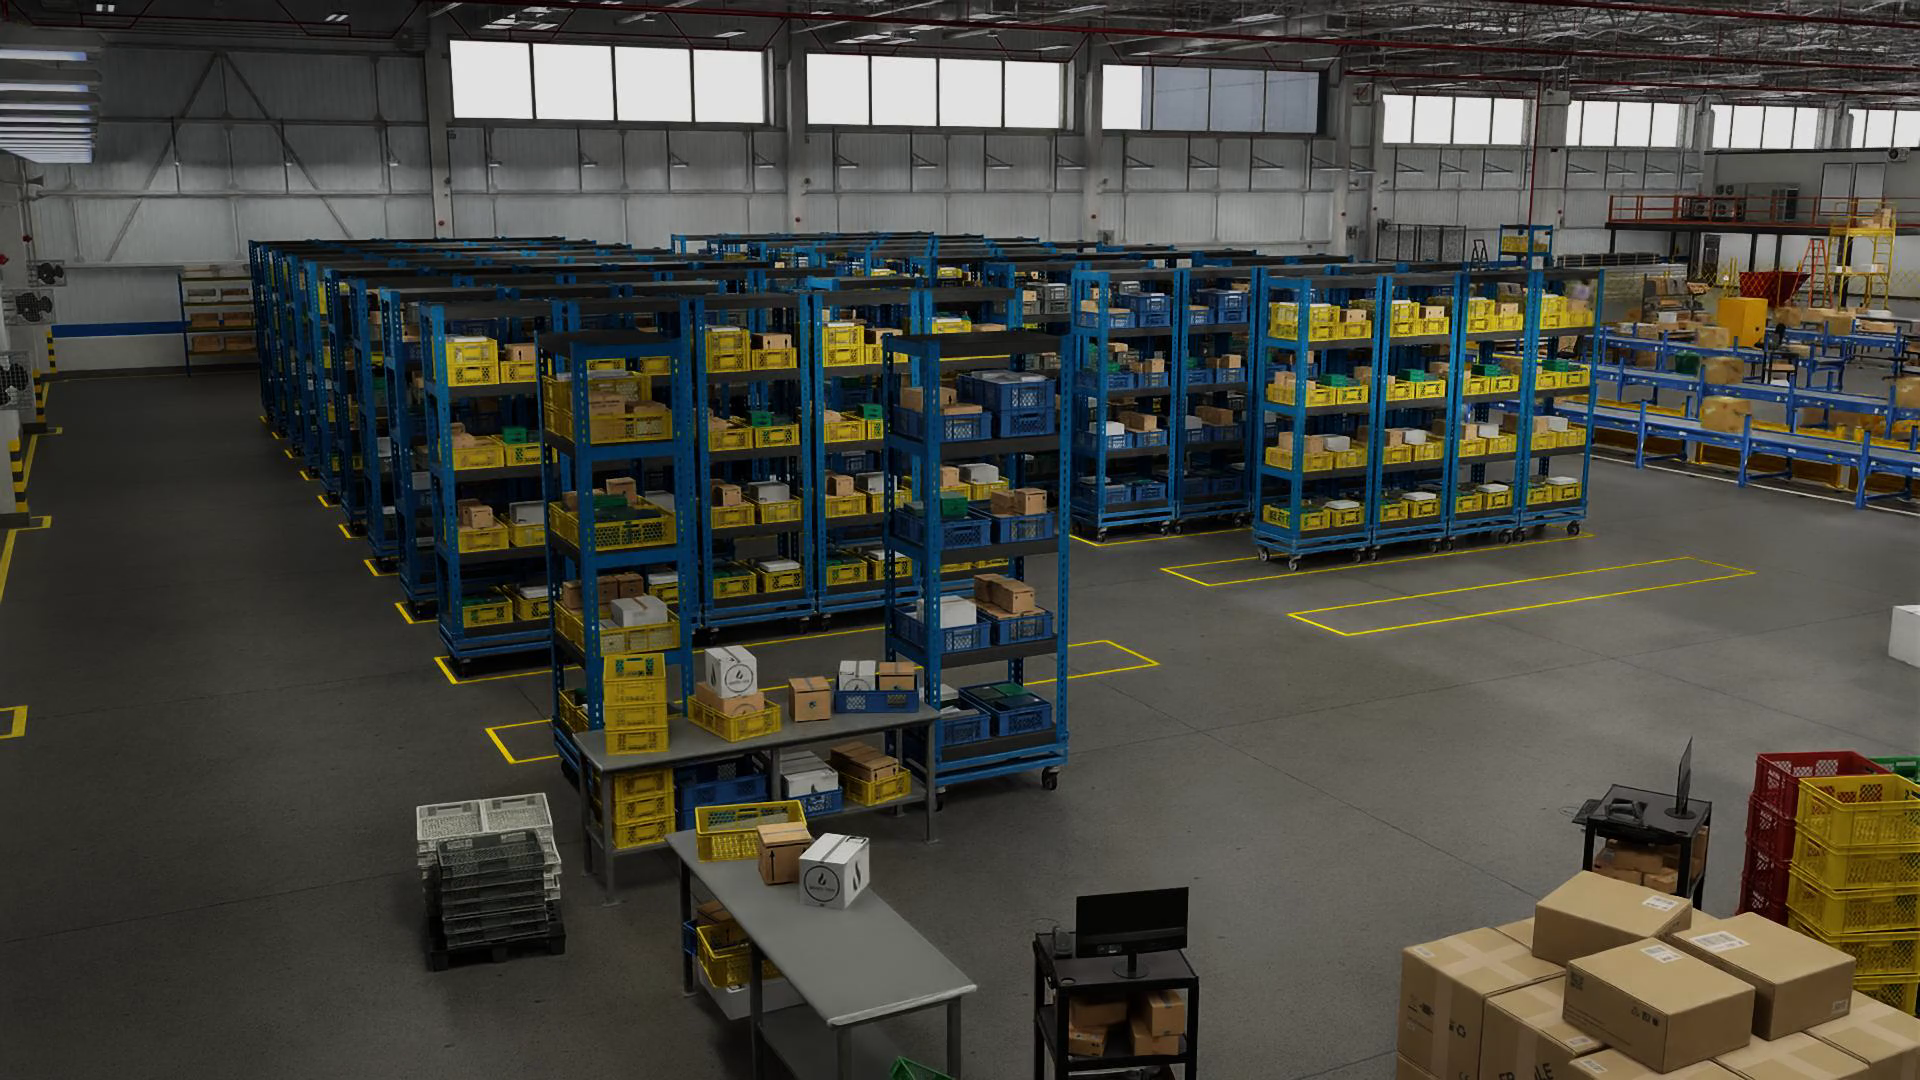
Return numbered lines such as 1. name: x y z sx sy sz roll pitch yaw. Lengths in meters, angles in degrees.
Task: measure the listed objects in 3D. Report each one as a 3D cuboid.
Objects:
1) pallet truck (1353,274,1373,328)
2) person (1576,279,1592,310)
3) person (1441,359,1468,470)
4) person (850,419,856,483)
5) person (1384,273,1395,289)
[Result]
1. pallet truck: 13.011 -8.050 55.243 0.823 1.965 1.885 -7 14 -28
2. person: 19.129 -7.129 50.883 0.779 2.014 0.610 1 12 5
3. person: 8.236 -2.177 27.988 0.620 1.918 0.885 -2 12 -9
4. person: -1.463 -1.412 24.648 0.598 1.805 0.792 -9 15 -38
5. person: 13.689 -7.655 53.609 0.408 1.909 0.638 -9 15 -35
